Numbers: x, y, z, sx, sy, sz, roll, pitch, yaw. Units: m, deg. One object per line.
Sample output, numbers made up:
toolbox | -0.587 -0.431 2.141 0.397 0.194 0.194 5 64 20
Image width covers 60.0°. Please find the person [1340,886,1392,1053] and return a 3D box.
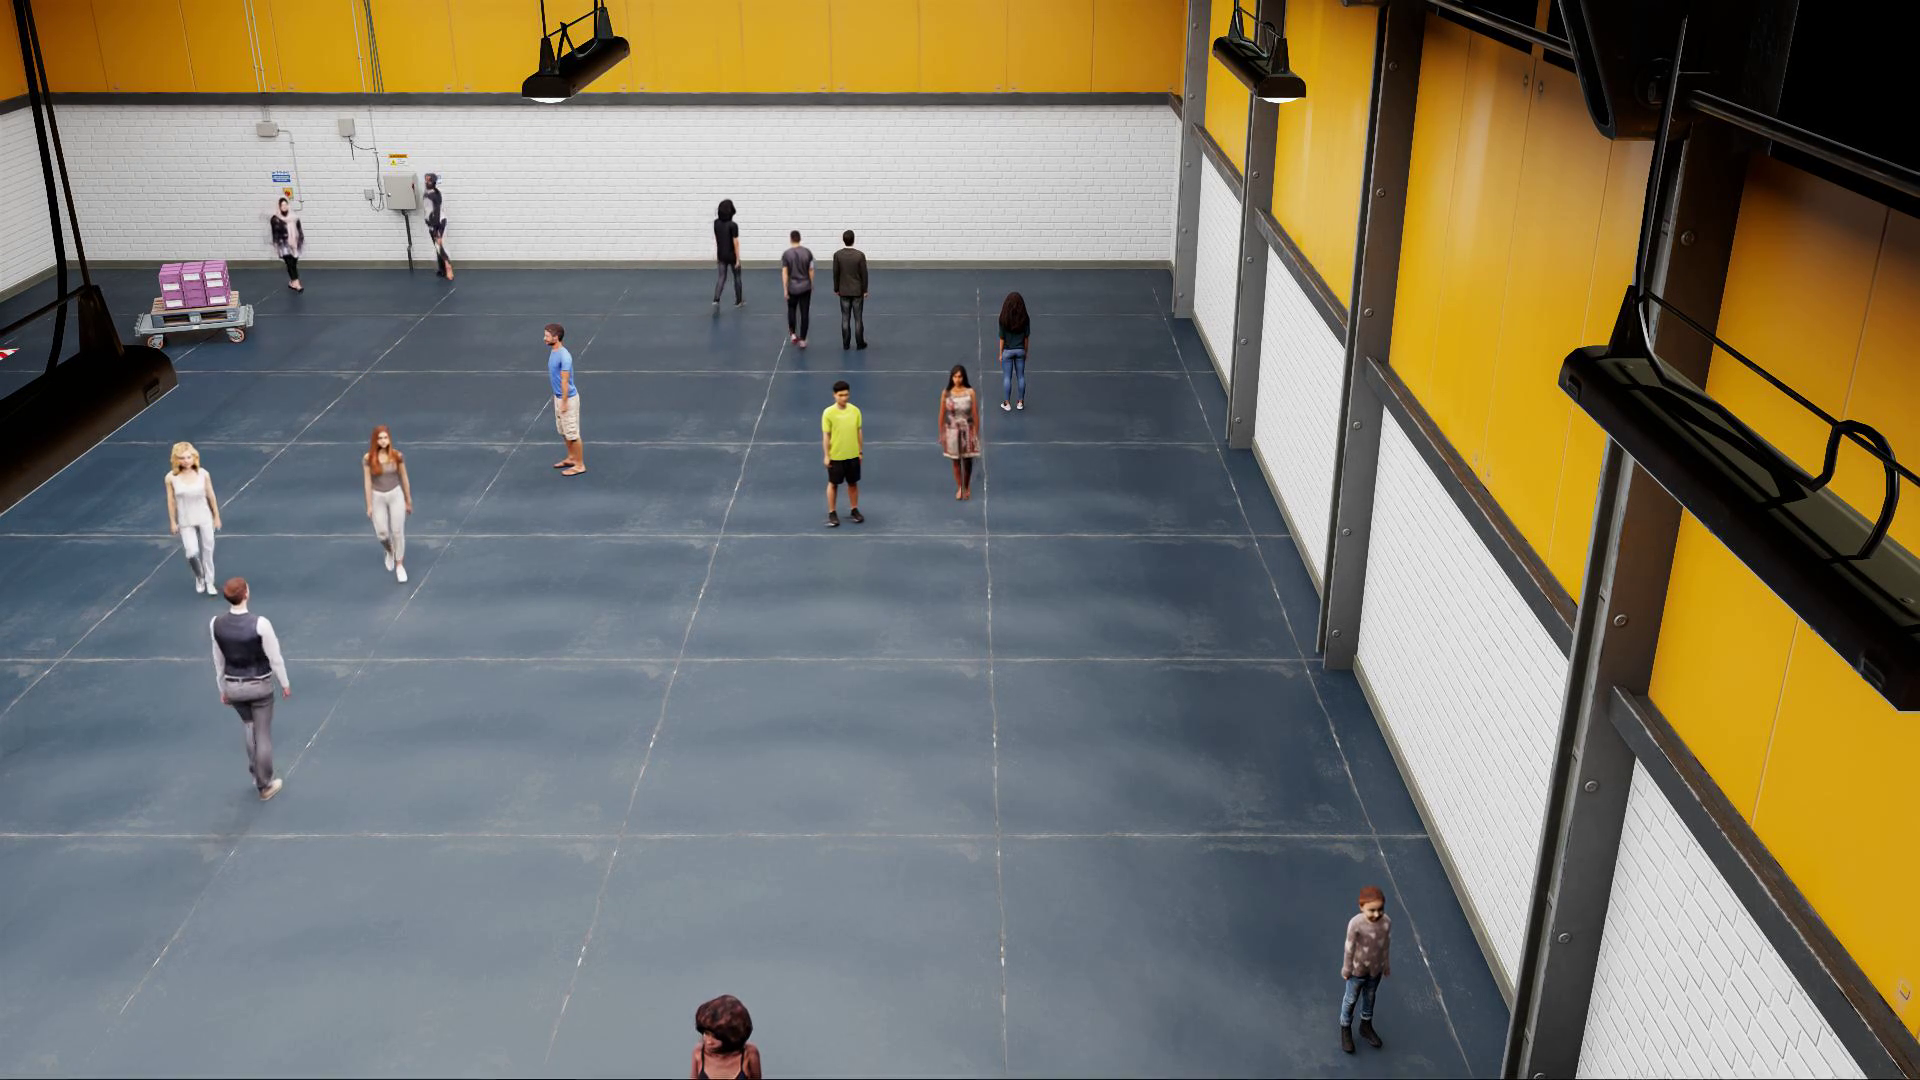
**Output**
person | 2.635 2.756 10.811 0.520 1.194 0.523 -5 24 -12

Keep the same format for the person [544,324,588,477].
person | -4.803 -1.736 20.252 0.790 1.863 0.677 -14 27 -28

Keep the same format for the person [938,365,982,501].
person | 0.011 -1.291 19.516 0.705 1.636 0.665 3 24 8

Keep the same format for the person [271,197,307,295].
person | -11.293 -4.949 27.933 1.038 1.598 1.140 -18 29 -35

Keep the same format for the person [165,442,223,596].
person | -7.866 -0.242 17.086 0.725 1.662 0.746 -13 27 -27

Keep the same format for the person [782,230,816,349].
person | -2.413 -3.749 25.012 0.708 1.738 0.905 -3 24 -6

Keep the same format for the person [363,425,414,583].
person | -5.990 -0.411 17.406 0.728 1.713 0.790 -8 25 -18

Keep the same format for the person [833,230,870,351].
person | -1.634 -3.757 24.947 0.715 1.805 0.596 4 24 9

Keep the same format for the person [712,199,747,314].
person | -3.796 -4.552 26.774 0.885 1.798 1.174 8 25 18

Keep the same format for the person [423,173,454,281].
person | -9.064 -5.460 28.771 0.980 1.863 0.813 -7 25 -16

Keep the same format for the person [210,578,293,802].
person | -5.755 1.232 13.387 0.686 1.924 0.638 1 24 3

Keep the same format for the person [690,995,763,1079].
person | -1.252 3.205 9.042 0.571 1.787 0.558 -1 24 -2

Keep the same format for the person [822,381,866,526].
person | -1.326 -0.999 18.764 0.680 1.703 0.654 -9 25 -19

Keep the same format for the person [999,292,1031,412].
person | 0.722 -2.550 22.421 0.642 1.616 0.646 -4 24 -10
